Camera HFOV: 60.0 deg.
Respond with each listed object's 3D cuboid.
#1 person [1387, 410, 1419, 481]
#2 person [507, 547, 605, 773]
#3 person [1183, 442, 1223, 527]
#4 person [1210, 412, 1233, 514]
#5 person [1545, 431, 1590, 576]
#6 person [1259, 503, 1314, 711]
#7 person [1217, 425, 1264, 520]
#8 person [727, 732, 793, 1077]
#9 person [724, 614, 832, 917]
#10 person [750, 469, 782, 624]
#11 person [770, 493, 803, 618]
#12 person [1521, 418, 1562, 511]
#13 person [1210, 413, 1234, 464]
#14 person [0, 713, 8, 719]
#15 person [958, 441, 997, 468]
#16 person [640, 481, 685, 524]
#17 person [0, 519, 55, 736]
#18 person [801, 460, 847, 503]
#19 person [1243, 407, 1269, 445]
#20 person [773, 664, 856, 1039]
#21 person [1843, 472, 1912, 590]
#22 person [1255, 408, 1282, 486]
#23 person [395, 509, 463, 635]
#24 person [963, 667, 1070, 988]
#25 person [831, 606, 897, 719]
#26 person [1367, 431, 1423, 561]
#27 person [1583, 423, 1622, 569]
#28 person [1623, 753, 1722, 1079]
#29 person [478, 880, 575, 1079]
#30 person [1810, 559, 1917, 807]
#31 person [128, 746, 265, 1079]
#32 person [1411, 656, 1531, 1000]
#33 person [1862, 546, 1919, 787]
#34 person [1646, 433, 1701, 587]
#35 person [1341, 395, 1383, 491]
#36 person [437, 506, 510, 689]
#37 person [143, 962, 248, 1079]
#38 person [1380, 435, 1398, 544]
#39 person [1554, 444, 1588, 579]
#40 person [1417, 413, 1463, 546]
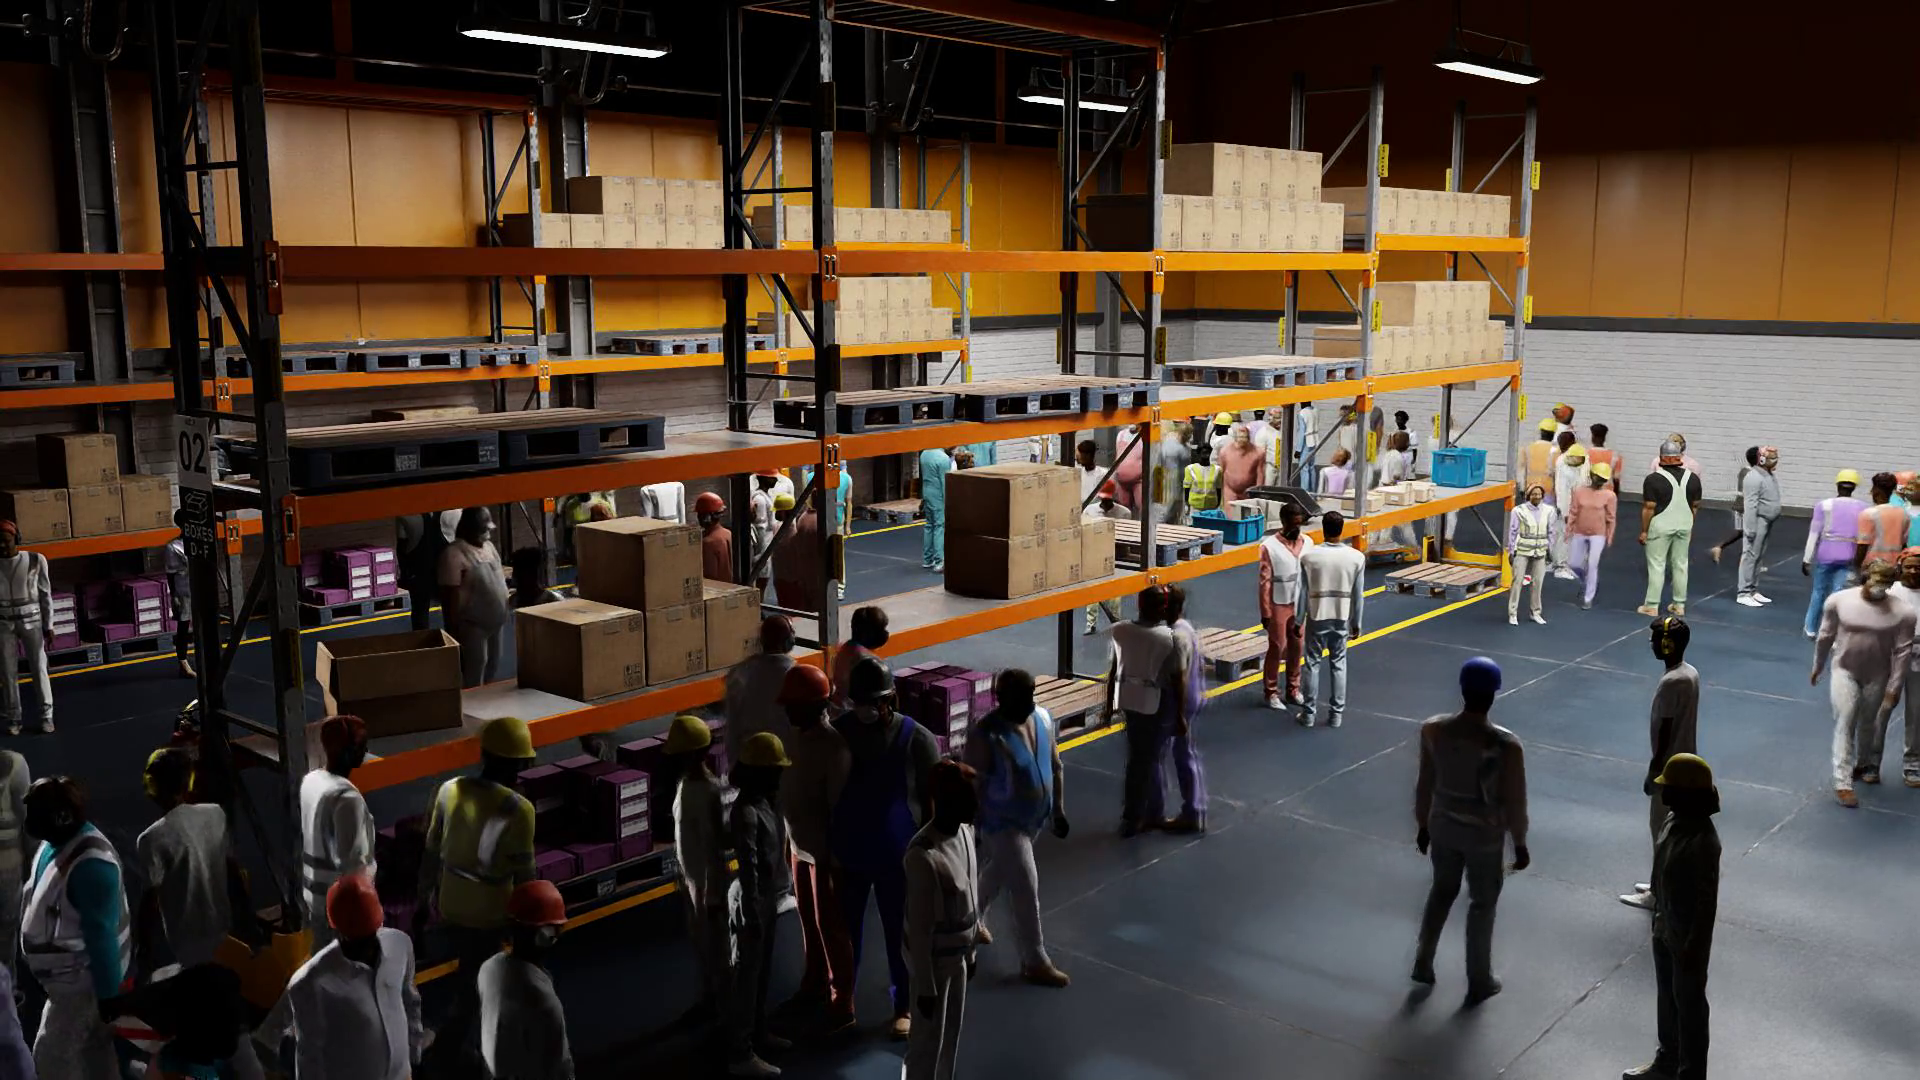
[{"bbox_3d":[7.123,-1.250,26.811,0.539,1.688,0.329,8,12,40],"label":"person"},{"bbox_3d":[-3.173,0.973,12.818,0.605,1.934,0.868,5,11,28],"label":"person"},{"bbox_3d":[3.213,-0.455,22.018,0.535,1.700,0.318,-1,10,-3],"label":"person"},{"bbox_3d":[3.755,-0.861,23.752,0.594,1.929,0.354,-8,12,-40],"label":"person"},{"bbox_3d":[7.874,-0.483,21.671,0.612,1.863,0.864,-5,11,-28],"label":"person"},{"bbox_3d":[2.956,0.596,15.132,0.603,1.904,0.386,-5,11,-30],"label":"person"},{"bbox_3d":[3.821,-0.670,22.807,0.652,1.867,0.838,0,10,1],"label":"person"},{"bbox_3d":[-0.998,1.815,8.375,0.322,1.737,0.487,1,10,6],"label":"person"},{"bbox_3d":[-1.102,1.384,10.525,0.662,1.869,0.766,4,10,23],"label":"person"},{"bbox_3d":[-2.132,0.071,18.228,0.397,1.926,0.543,0,10,-3],"label":"person"},{"bbox_3d":[-1.725,0.399,16.728,0.329,1.765,0.526,-8,12,-40],"label":"person"},{"bbox_3d":[8.040,-0.734,23.062,0.488,1.907,0.650,-9,13,-43],"label":"person"},{"bbox_3d":[3.953,-1.049,25.154,0.389,1.837,0.563,6,11,33],"label":"person"},{"bbox_3d":[-8.673,0.721,14.564,0.375,1.841,0.575,0,10,3],"label":"person"},{"bbox_3d":[0.239,-0.908,23.838,0.612,1.997,0.375,-4,10,-25],"label":"person"},{"bbox_3d":[-3.378,-0.023,18.877,0.573,1.887,0.355,-9,13,-42],"label":"person"},{"bbox_3d":[-8.122,0.750,14.305,0.588,1.878,0.371,-4,10,-23],"label":"person"},{"bbox_3d":[-1.827,-0.692,22.409,0.612,2.041,0.394,0,10,-1],"label":"person"},{"bbox_3d":[4.644,-1.213,25.917,0.588,1.915,0.399,0,10,2],"label":"person"},{"bbox_3d":[-0.776,1.620,8.787,0.408,1.985,0.621,-6,11,-31],"label":"person"},{"bbox_3d":[9.305,0.283,16.876,0.650,1.971,0.483,-3,10,-19],"label":"person"},{"bbox_3d":[4.707,-1.040,24.934,0.654,1.899,0.398,-7,12,-38],"label":"person"},{"bbox_3d":[-5.359,0.239,16.859,0.681,2.000,0.535,-4,10,-23],"label":"person"},{"bbox_3d":[0.274,1.580,9.606,0.974,1.797,0.615,9,13,42],"label":"person"},{"bbox_3d":[-0.632,1.334,10.985,0.433,1.830,0.655,-2,10,-12],"label":"person"},{"bbox_3d":[5.927,-0.586,22.524,0.979,1.790,0.513,-2,10,-12],"label":"person"},{"bbox_3d":[8.407,-0.578,21.996,0.618,1.951,0.405,2,10,9],"label":"person"},{"bbox_3d":[3.448,1.871,8.001,0.295,1.744,0.489,0,10,0],"label":"person"},{"bbox_3d":[-1.609,2.157,6.357,0.490,1.718,0.623,-6,11,-32],"label":"person"},{"bbox_3d":[6.856,1.032,12.670,0.671,1.873,0.992,5,11,29],"label":"person"},{"bbox_3d":[-3.639,1.874,7.838,1.001,1.796,0.623,3,10,16],"label":"person"},{"bbox_3d":[2.815,1.588,9.118,0.466,1.941,0.617,-8,13,-41],"label":"person"},{"bbox_3d":[7.336,0.976,12.924,0.584,1.882,0.346,4,10,22],"label":"person"},{"bbox_3d":[8.937,-0.379,20.879,0.353,1.932,0.625,-7,12,-36],"label":"person"},{"bbox_3d":[6.793,-1.658,28.181,0.693,2.000,0.585,2,10,11],"label":"person"},{"bbox_3d":[-4.150,0.658,14.358,0.555,2.000,0.694,3,10,20],"label":"person"},{"bbox_3d":[-2.500,2.261,5.373,1.049,1.866,0.600,-5,11,-29],"label":"person"},{"bbox_3d":[6.112,-0.683,23.592,0.317,1.631,0.524,4,10,20],"label":"person"},{"bbox_3d":[7.882,-0.375,21.412,0.315,1.742,0.493,6,11,32],"label":"person"},{"bbox_3d":[6.908,-0.889,23.982,0.648,1.902,0.753,-4,10,-25],"label":"person"}]
